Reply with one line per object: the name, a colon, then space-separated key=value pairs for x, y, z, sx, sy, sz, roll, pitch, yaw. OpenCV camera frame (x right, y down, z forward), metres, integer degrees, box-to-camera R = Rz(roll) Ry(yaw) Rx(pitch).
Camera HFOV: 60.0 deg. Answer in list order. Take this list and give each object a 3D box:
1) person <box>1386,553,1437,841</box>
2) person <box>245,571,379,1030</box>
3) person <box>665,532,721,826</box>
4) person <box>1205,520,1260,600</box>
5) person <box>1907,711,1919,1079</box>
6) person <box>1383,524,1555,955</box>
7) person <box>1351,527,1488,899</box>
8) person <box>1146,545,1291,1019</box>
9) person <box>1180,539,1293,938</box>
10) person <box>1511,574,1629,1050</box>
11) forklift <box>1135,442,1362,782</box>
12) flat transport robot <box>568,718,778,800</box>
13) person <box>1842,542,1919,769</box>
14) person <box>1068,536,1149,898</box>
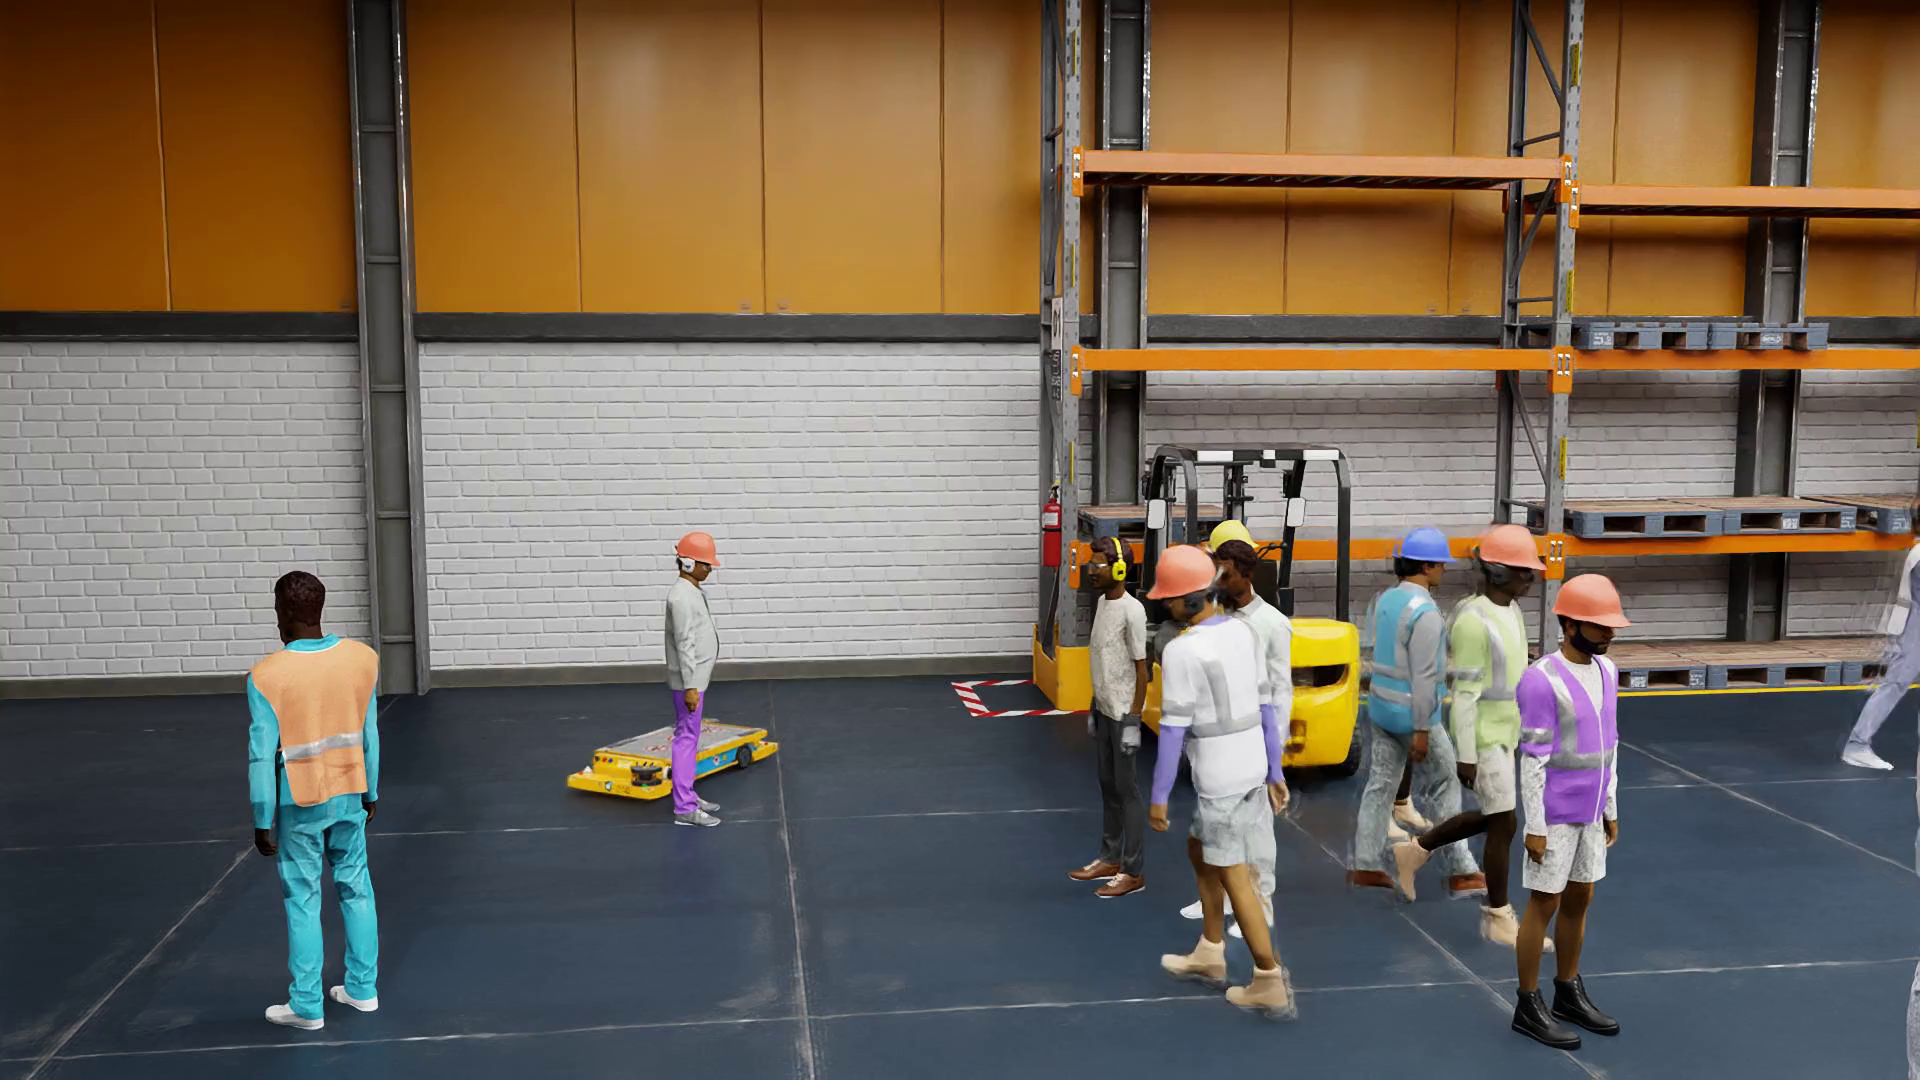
person: x=2.597 y=0.876 z=9.640 sx=0.317 sy=1.695 sz=0.540 roll=6 pitch=9 yaw=44
person: x=-2.679 y=1.080 z=6.945 sx=0.397 sy=1.911 sz=0.587 roll=5 pitch=8 yaw=36
person: x=-1.587 y=0.818 z=9.946 sx=0.338 sy=1.742 sz=0.563 roll=-1 pitch=7 yaw=-7
person: x=1.575 y=0.798 z=9.714 sx=0.404 sy=1.837 sz=0.589 roll=4 pitch=8 yaw=32
person: x=3.585 y=1.183 z=5.854 sx=0.380 sy=1.951 sz=0.605 roll=0 pitch=7 yaw=1
person: x=2.448 y=0.914 z=7.948 sx=0.821 sy=2.017 sz=0.609 roll=5 pitch=8 yaw=38
person: x=2.432 y=0.889 z=8.590 sx=0.871 sy=1.910 sz=0.616 roll=-1 pitch=7 yaw=-12
person: x=1.093 y=1.015 z=7.111 sx=0.818 sy=1.989 sz=0.624 roll=5 pitch=8 yaw=37
person: x=1.359 y=0.945 z=8.087 sx=0.375 sy=1.915 sz=0.598 roll=-4 pitch=8 yaw=-34
person: x=2.499 y=1.091 z=6.759 sx=0.544 sy=1.930 sz=0.389 roll=-4 pitch=8 yaw=-34
forklift: x=1.912 y=0.418 z=11.496 sx=1.214 sy=2.155 sz=2.313 roll=-1 pitch=7 yaw=-8
flat transport robot: x=-1.871 y=1.425 z=11.013 sx=0.652 sy=0.197 sz=1.431 roll=3 pitch=7 yaw=27
person: x=6.420 y=0.643 z=10.992 sx=1.034 sy=1.858 sz=0.608 roll=5 pitch=8 yaw=37
person: x=0.796 y=0.907 z=8.618 sx=0.335 sy=1.873 sz=0.520 roll=-2 pitch=7 yaw=-18
